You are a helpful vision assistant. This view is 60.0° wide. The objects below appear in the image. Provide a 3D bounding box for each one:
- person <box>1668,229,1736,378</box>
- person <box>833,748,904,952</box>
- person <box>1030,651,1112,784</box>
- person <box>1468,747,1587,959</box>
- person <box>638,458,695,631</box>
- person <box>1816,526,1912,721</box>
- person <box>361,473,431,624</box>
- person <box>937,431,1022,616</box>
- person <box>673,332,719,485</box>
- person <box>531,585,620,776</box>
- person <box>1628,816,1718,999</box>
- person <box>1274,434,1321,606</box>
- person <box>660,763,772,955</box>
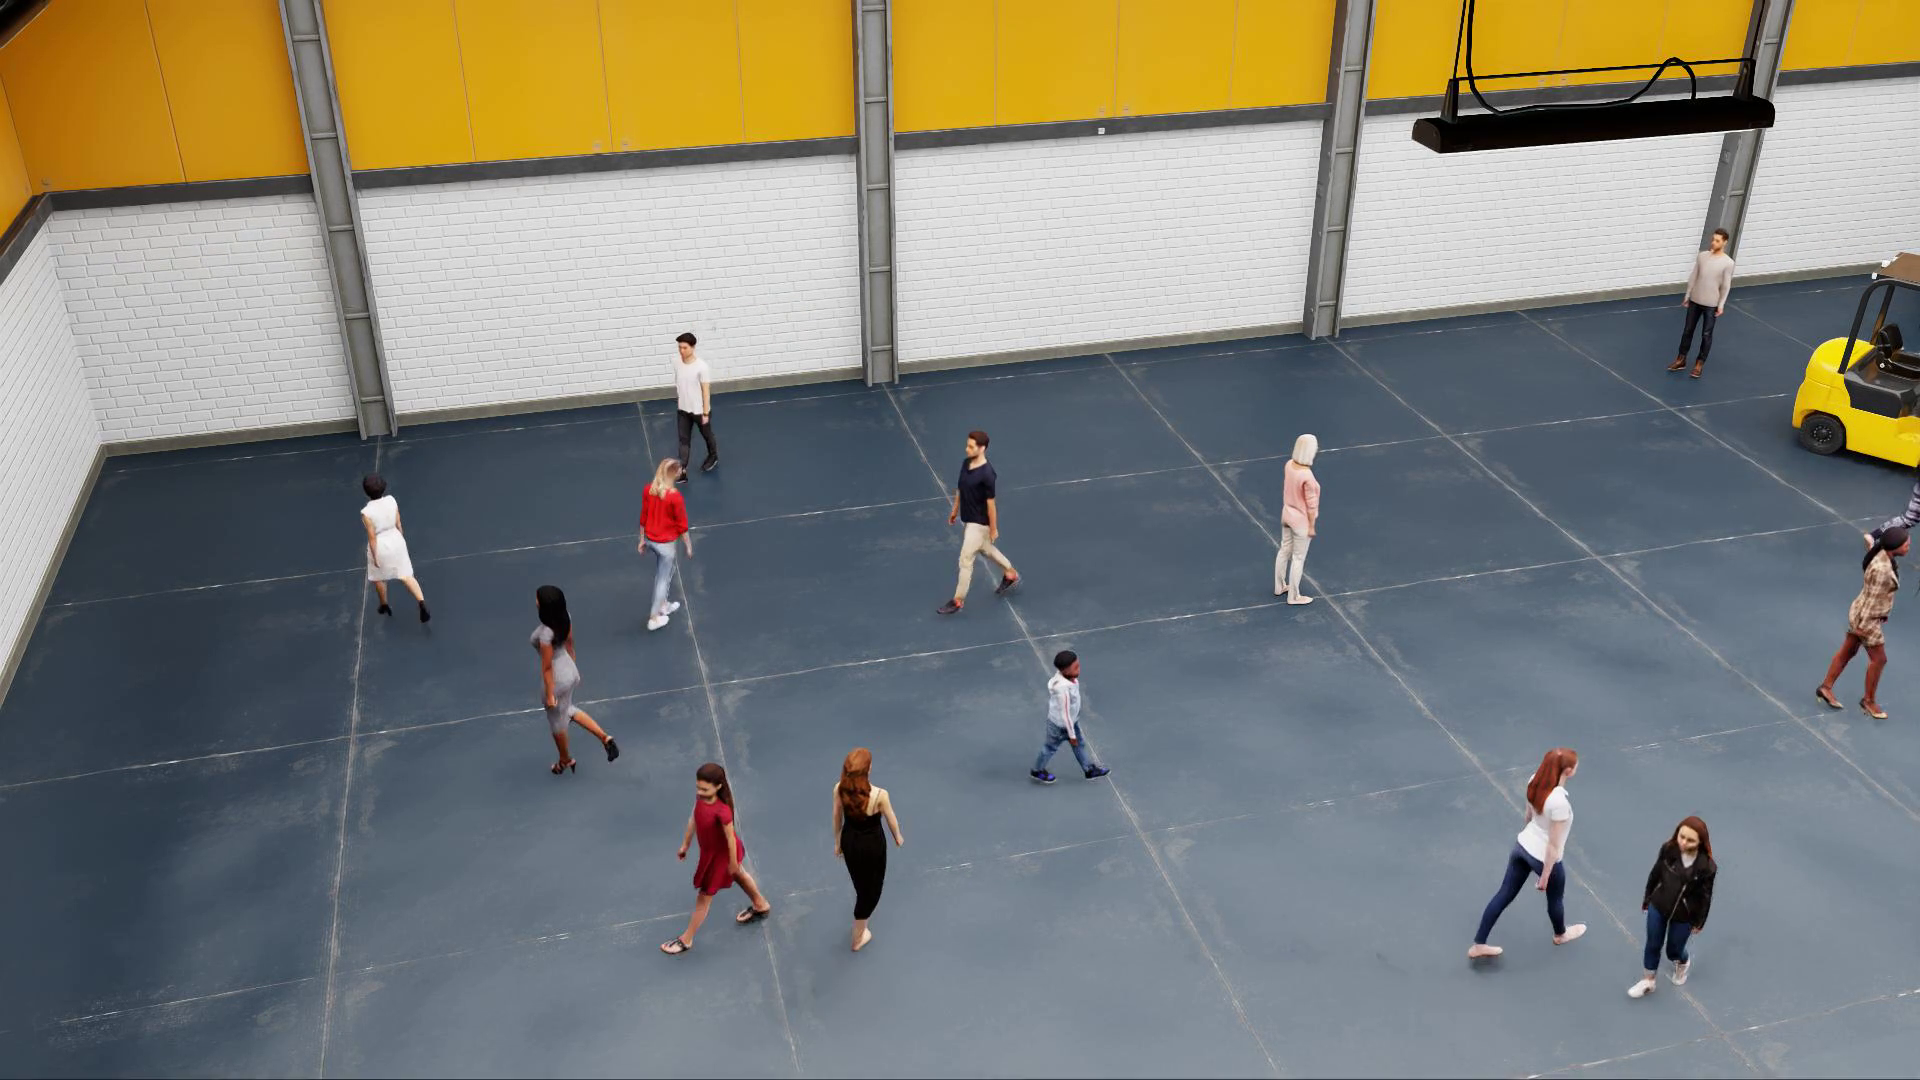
[{"bbox_3d":[9.235,-2.955,20.606,0.744,1.868,0.743,-25,37,-38],"label":"person"},{"bbox_3d":[-0.703,2.176,11.476,0.838,1.603,0.877,13,31,22],"label":"person"},{"bbox_3d":[0.763,1.428,13.240,0.941,1.226,0.743,6,29,10],"label":"person"},{"bbox_3d":[3.847,2.195,11.361,1.160,1.680,0.659,-10,30,-18],"label":"person"},{"bbox_3d":[-2.783,0.068,15.282,0.824,1.659,0.885,14,31,24],"label":"person"},{"bbox_3d":[7.571,0.667,14.067,0.930,1.771,0.869,15,32,26],"label":"person"},{"bbox_3d":[-5.229,0.111,15.338,0.969,1.529,0.987,21,35,33],"label":"person"},{"bbox_3d":[0.237,-0.198,15.602,1.236,1.819,0.807,-13,31,-23],"label":"person"},{"bbox_3d":[-2.842,-1.474,18.091,1.110,1.676,1.127,13,31,22],"label":"person"},{"bbox_3d":[-3.081,1.158,13.171,0.955,1.766,0.819,7,29,13],"label":"person"},{"bbox_3d":[4.812,2.433,11.141,0.830,1.472,0.734,-23,36,-36],"label":"person"},{"bbox_3d":[3.191,-0.209,15.720,0.570,1.725,0.634,-12,31,-21],"label":"person"},{"bbox_3d":[-1.617,2.151,11.630,1.159,1.500,0.783,-17,33,-28],"label":"person"}]
